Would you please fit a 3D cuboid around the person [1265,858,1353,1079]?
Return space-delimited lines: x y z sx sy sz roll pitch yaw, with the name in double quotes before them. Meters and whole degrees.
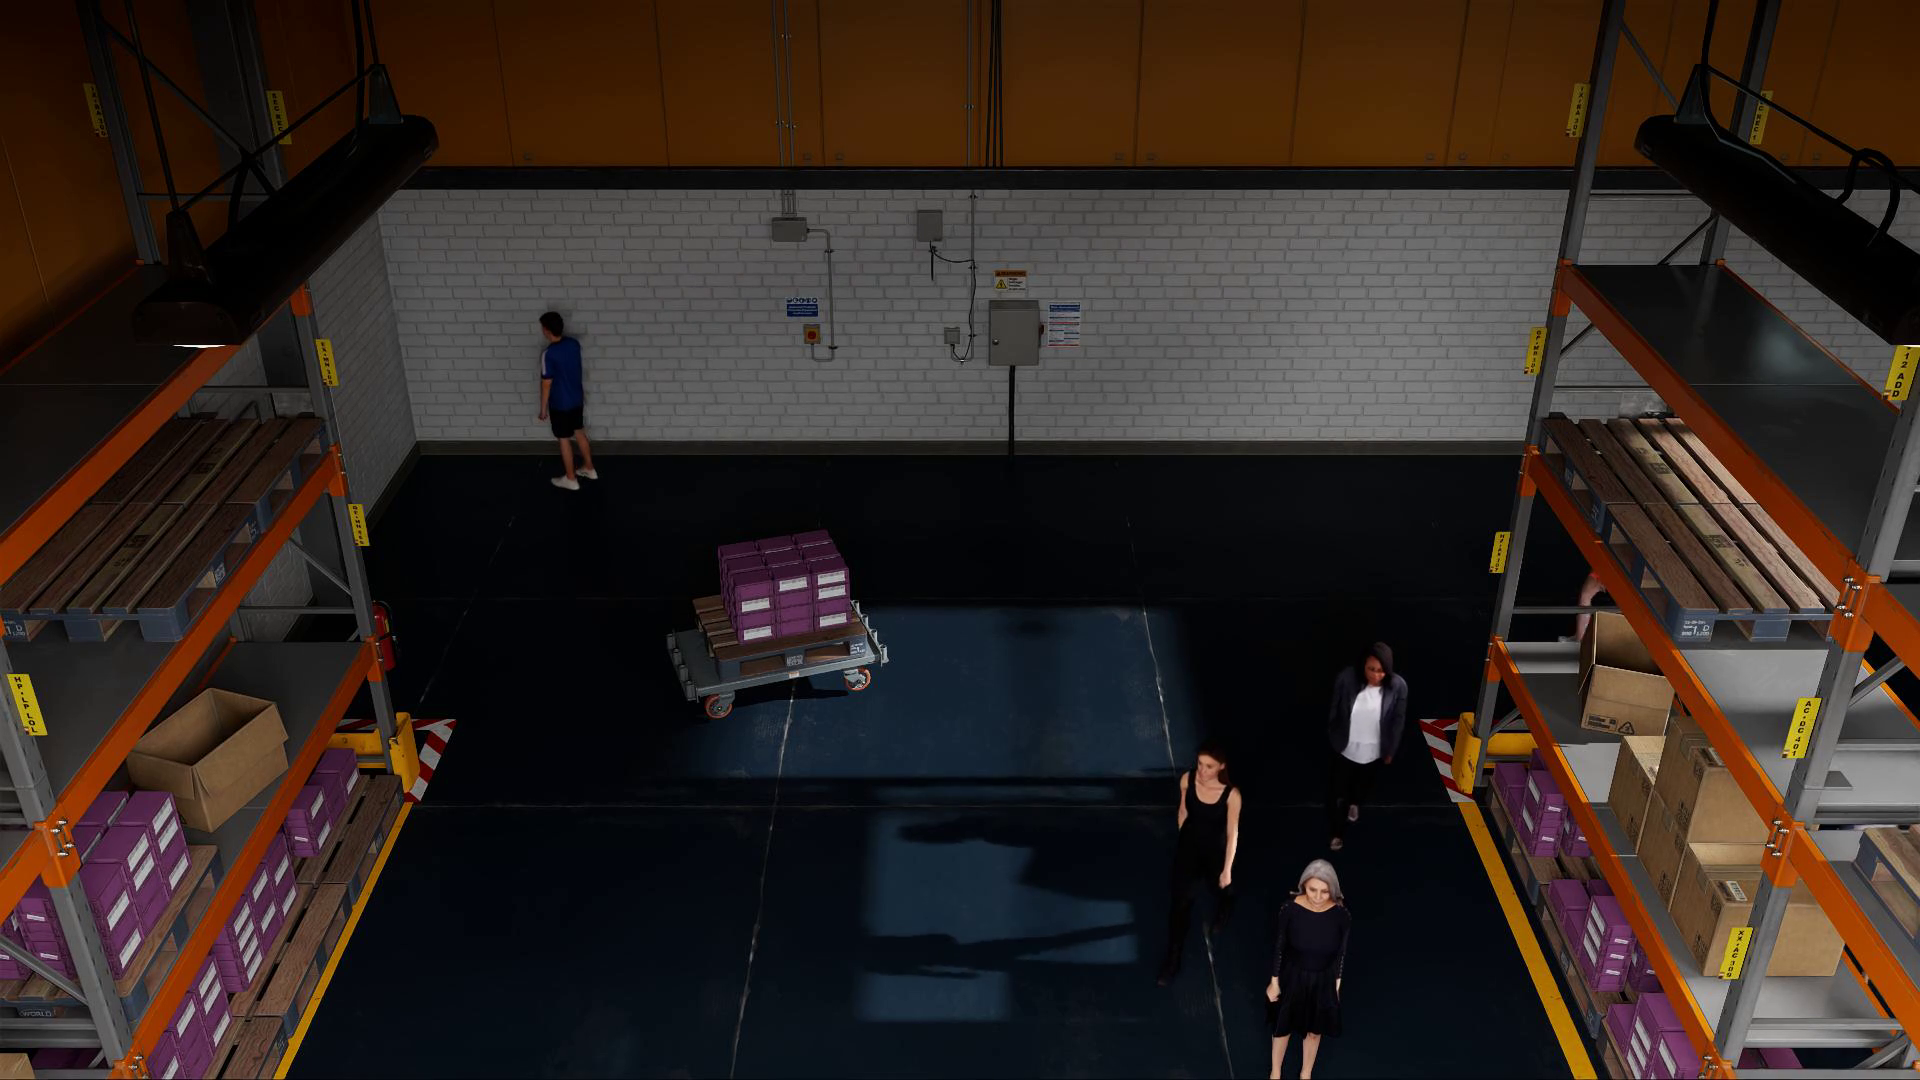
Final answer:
"person" 1.954 2.520 9.401 0.617 1.746 0.579 2 29 4

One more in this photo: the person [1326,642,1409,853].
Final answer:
"person" 2.830 1.373 11.692 0.784 1.566 1.064 5 29 10

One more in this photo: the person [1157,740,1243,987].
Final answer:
"person" 1.609 1.947 10.560 1.007 1.641 1.234 17 33 28

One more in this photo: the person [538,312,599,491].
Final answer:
"person" -3.853 -1.369 16.412 0.863 1.860 0.734 15 32 25
